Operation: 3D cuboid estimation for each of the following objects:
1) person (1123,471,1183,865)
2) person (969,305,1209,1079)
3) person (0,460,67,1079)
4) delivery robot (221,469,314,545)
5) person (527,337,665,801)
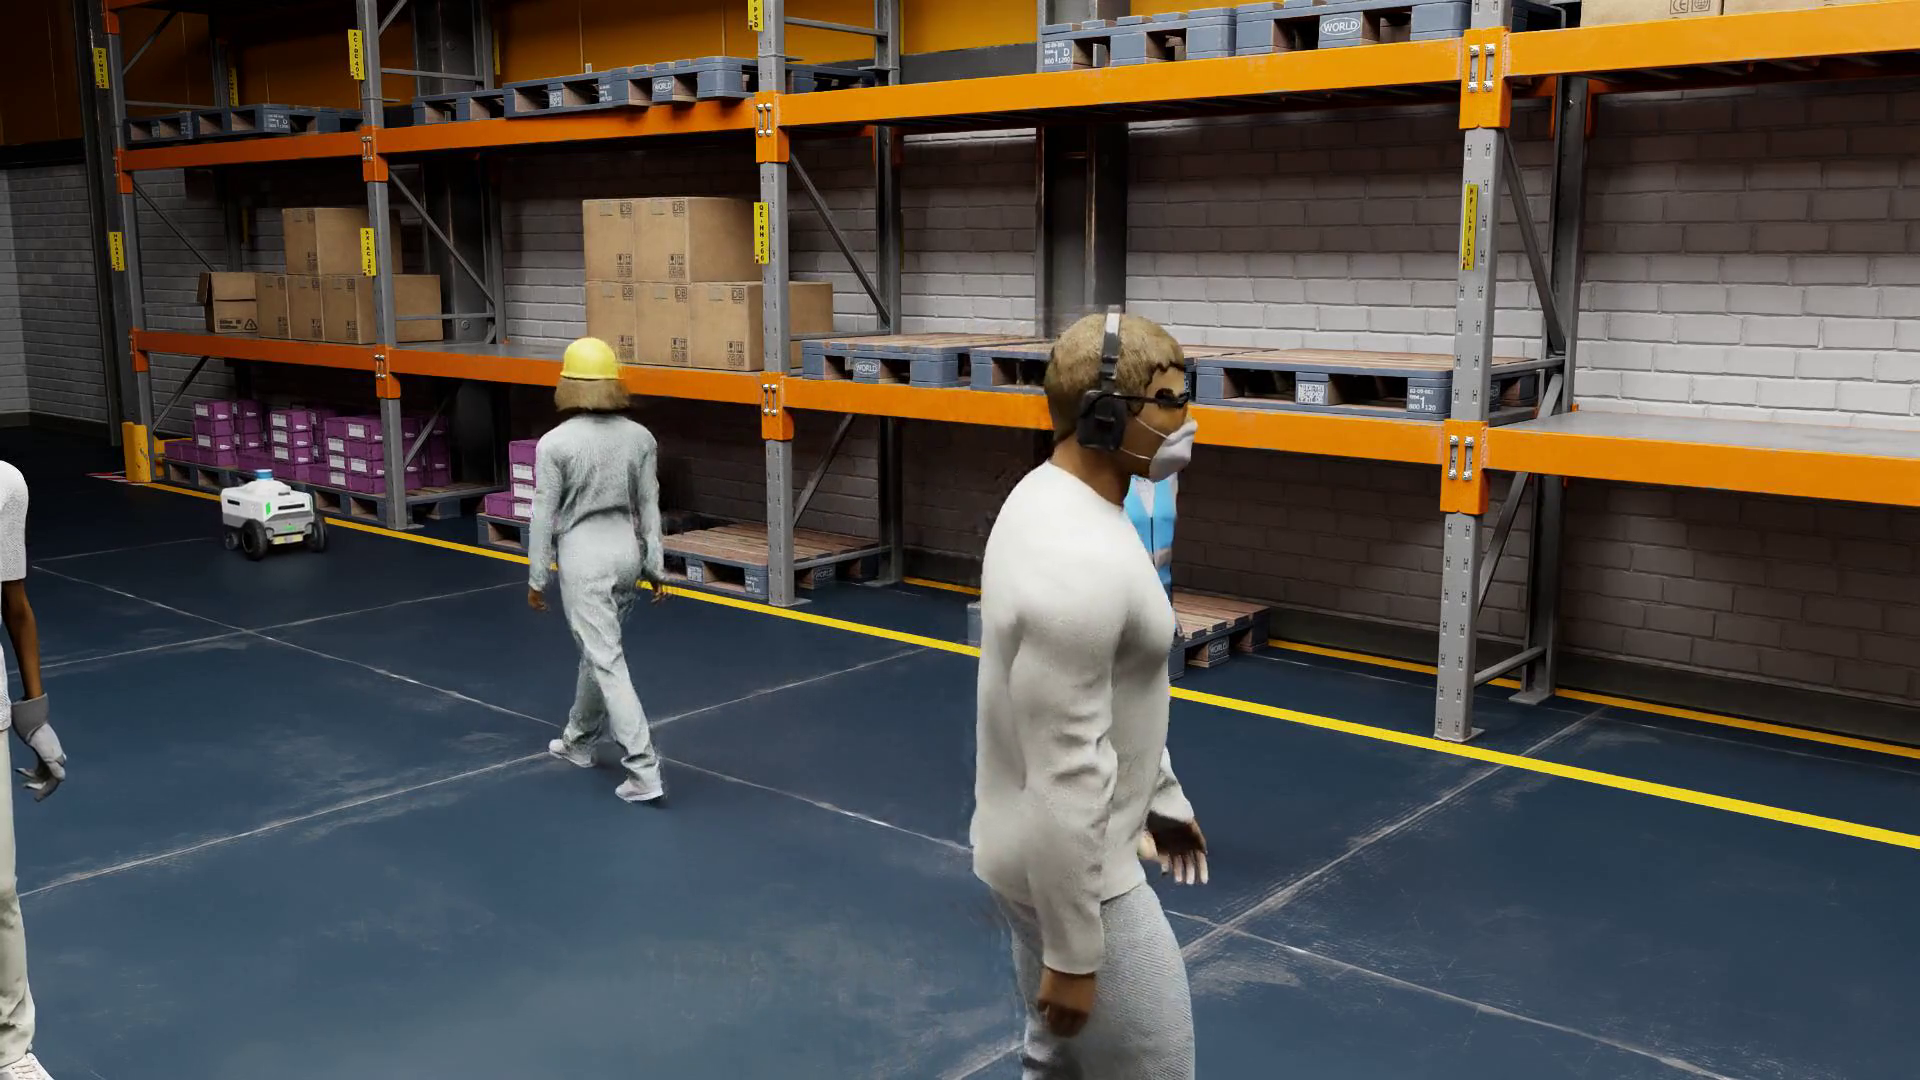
[{"bbox_3d":[0.507,0.247,5.348,0.529,1.697,0.321,-9,13,-40],"label":"person"},{"bbox_3d":[0.258,0.572,2.840,0.480,1.930,0.648,0,10,-1],"label":"person"},{"bbox_3d":[-2.305,0.445,3.734,0.321,1.871,0.532,10,14,44],"label":"person"},{"bbox_3d":[-4.597,-0.226,11.028,0.707,0.478,0.477,9,13,42],"label":"delivery robot"},{"bbox_3d":[-1.354,0.097,6.209,0.499,1.697,0.886,-10,14,-44],"label":"person"}]
